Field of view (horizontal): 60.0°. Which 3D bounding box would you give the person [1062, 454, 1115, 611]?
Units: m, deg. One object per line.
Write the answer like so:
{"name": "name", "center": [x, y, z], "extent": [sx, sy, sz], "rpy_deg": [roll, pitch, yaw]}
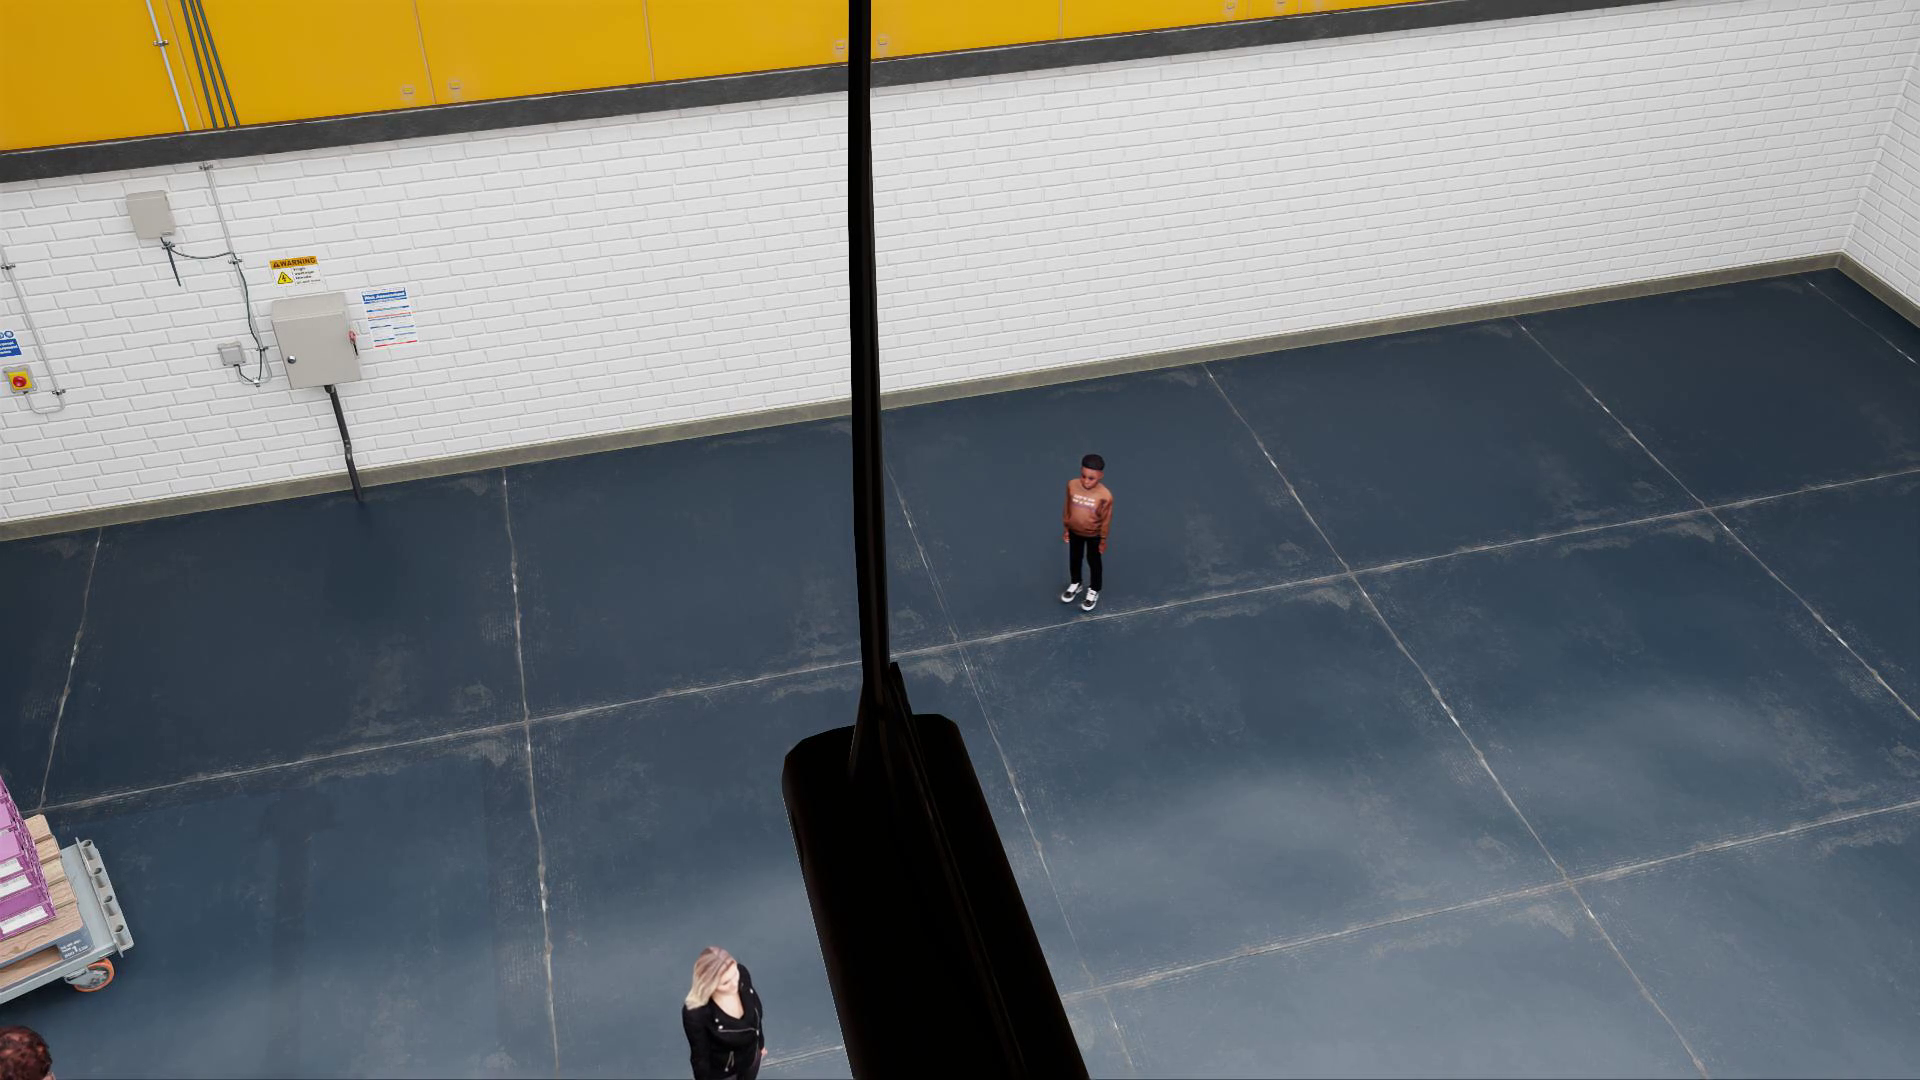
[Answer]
{"name": "person", "center": [0.895, -0.085, 11.639], "extent": [0.585, 1.255, 0.647], "rpy_deg": [20, 43, 24]}

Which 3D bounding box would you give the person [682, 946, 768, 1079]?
{"name": "person", "center": [-1.140, 2.506, 8.052], "extent": [0.743, 1.682, 0.689], "rpy_deg": [21, 43, 24]}
